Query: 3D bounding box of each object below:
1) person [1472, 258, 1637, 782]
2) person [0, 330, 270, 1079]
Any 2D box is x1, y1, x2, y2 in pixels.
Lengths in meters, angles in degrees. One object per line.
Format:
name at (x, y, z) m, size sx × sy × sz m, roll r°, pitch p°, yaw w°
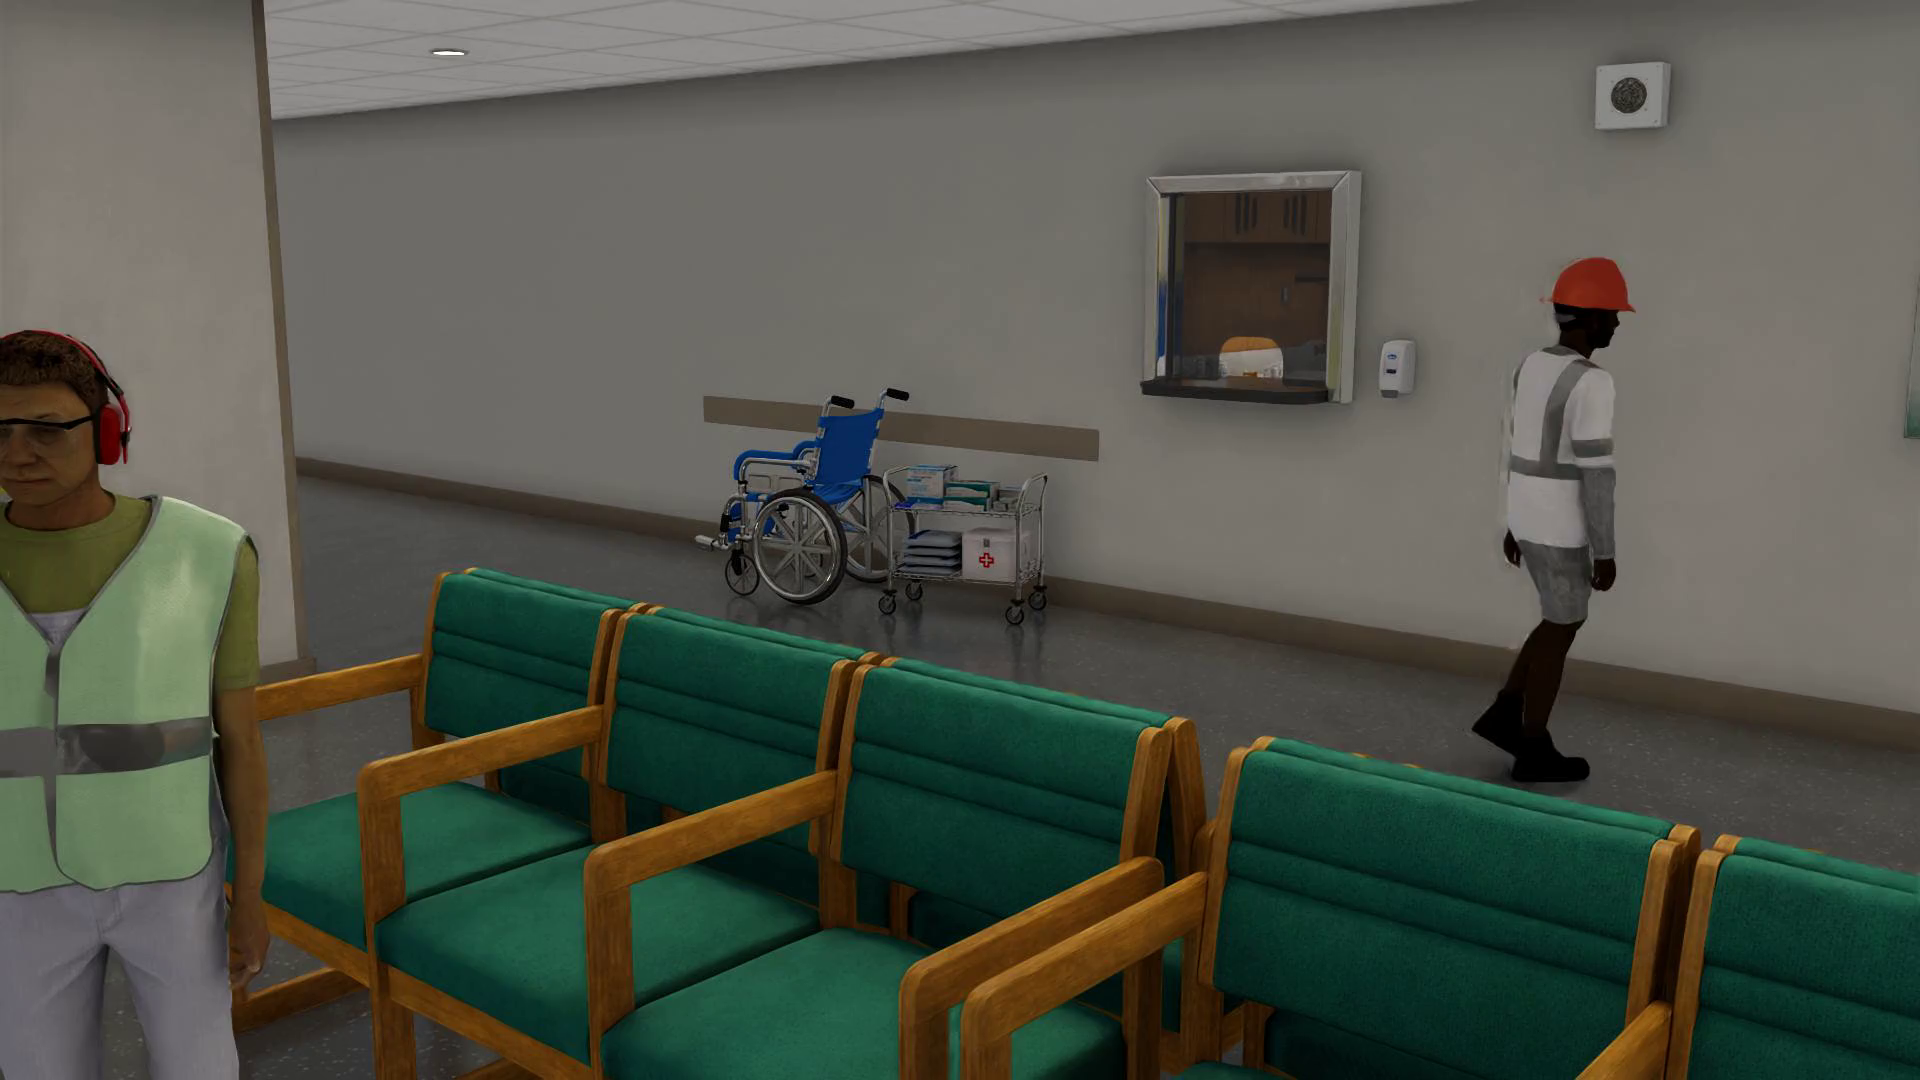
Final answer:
person at (2.197, -0.048, 6.027) m, size 0.408 × 1.921 × 0.557 m, roll -1°, pitch 10°, yaw -6°
person at (-1.427, 0.572, 2.763) m, size 0.560 × 1.835 × 0.391 m, roll -3°, pitch 10°, yaw -15°
